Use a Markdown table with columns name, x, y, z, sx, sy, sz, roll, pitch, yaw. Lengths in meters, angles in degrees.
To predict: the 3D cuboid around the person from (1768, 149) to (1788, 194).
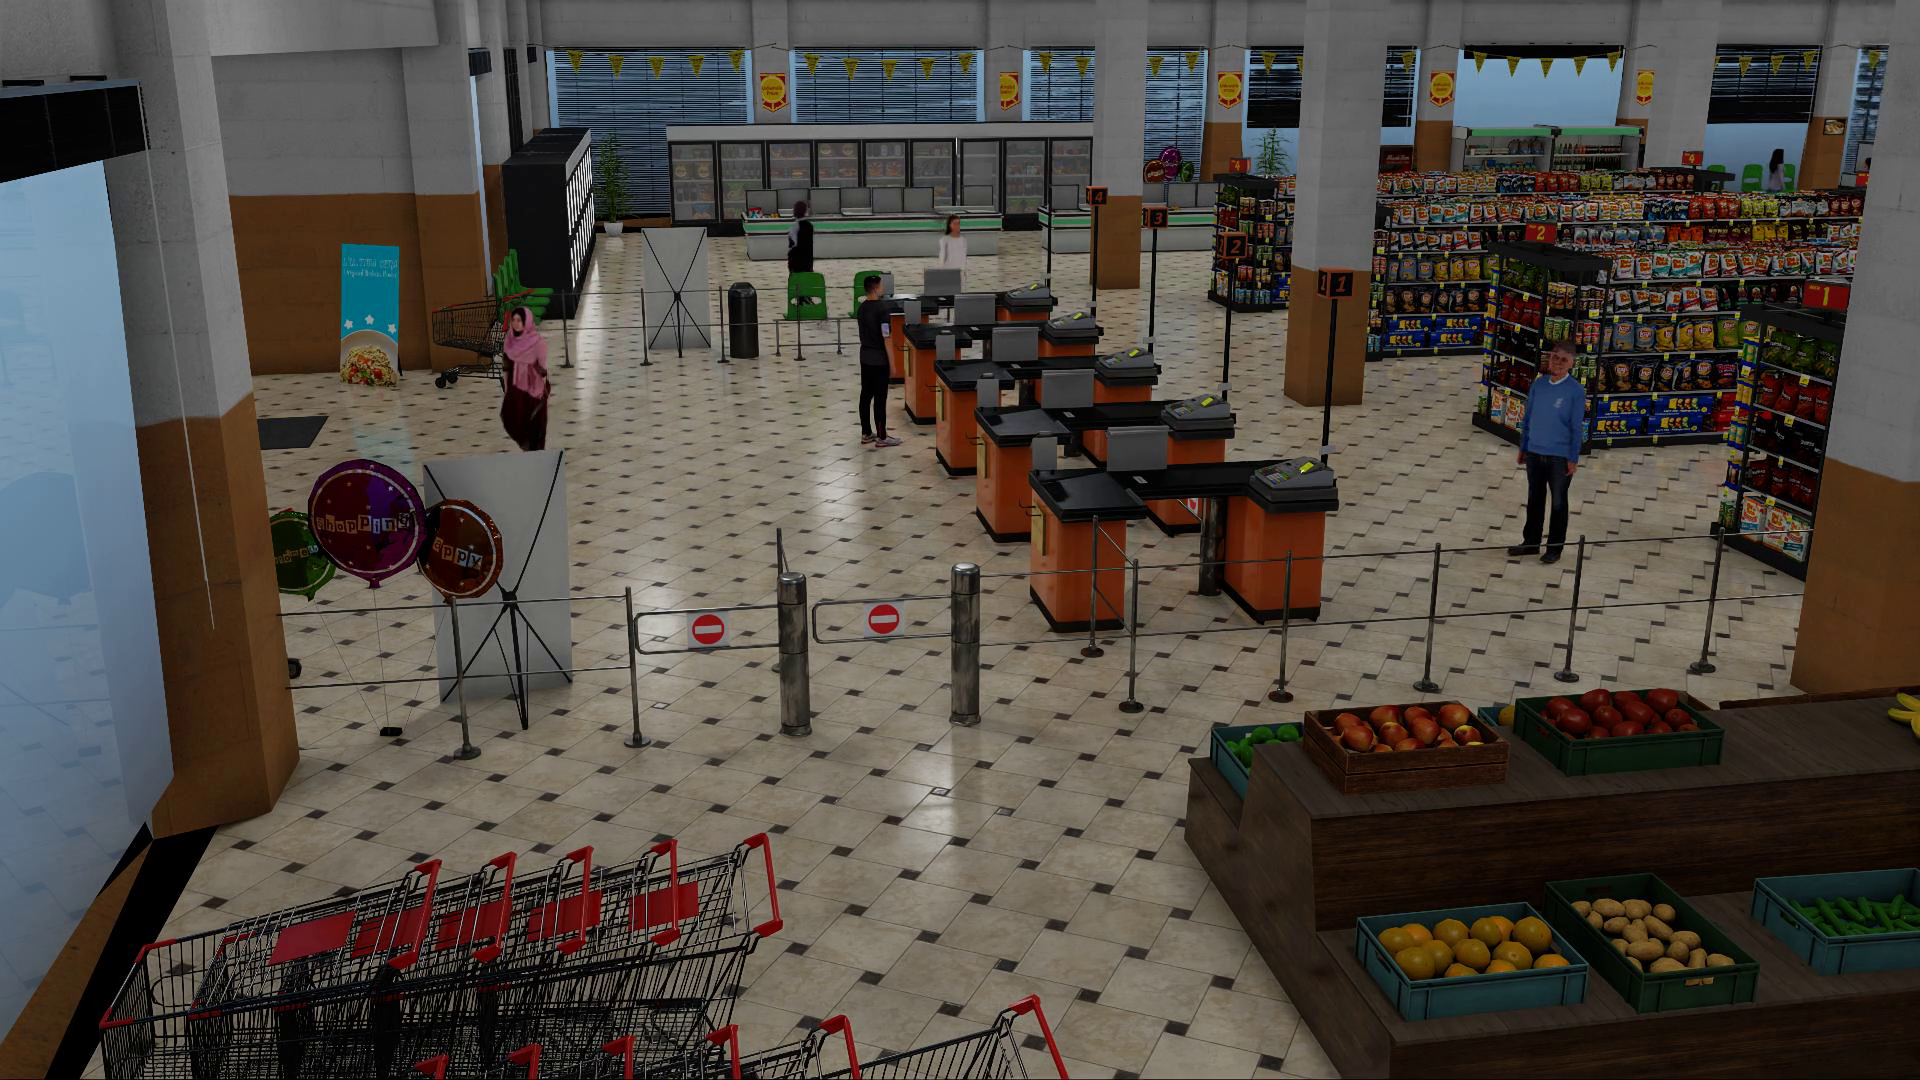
| name | x | y | z | sx | sy | sz | roll | pitch | yaw |
| --- | --- | --- | --- | --- | --- | --- | --- | --- | --- |
| person | 17.942 | -7.747 | 36.699 | 0.663 | 1.732 | 0.669 | 0 | 17 | 0 |

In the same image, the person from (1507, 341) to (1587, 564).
| name | x | y | z | sx | sy | sz | roll | pitch | yaw |
| --- | --- | --- | --- | --- | --- | --- | --- | --- | --- |
| person | 4.773 | -0.724 | 13.433 | 0.739 | 1.811 | 0.754 | -11 | 20 | -33 |

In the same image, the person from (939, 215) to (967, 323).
| name | x | y | z | sx | sy | sz | roll | pitch | yaw |
| --- | --- | --- | --- | --- | --- | --- | --- | --- | --- |
| person | -0.146 | -3.793 | 23.766 | 0.773 | 1.680 | 0.788 | -9 | 19 | -26 |

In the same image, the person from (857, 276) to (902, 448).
| name | x | y | z | sx | sy | sz | roll | pitch | yaw |
| --- | --- | --- | --- | --- | --- | --- | --- | --- | --- |
| person | -0.885 | -1.858 | 17.248 | 0.728 | 1.764 | 0.718 | -15 | 22 | -40 |

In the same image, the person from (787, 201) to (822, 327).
| name | x | y | z | sx | sy | sz | roll | pitch | yaw |
| --- | --- | --- | --- | --- | --- | --- | --- | --- | --- |
| person | -2.267 | -4.011 | 24.272 | 1.141 | 1.804 | 1.085 | 12 | 21 | 34 |

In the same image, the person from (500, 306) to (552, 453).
| name | x | y | z | sx | sy | sz | roll | pitch | yaw |
| --- | --- | --- | --- | --- | --- | --- | --- | --- | --- |
| person | -4.204 | -1.489 | 16.260 | 0.869 | 1.634 | 0.883 | 4 | 17 | 13 |
